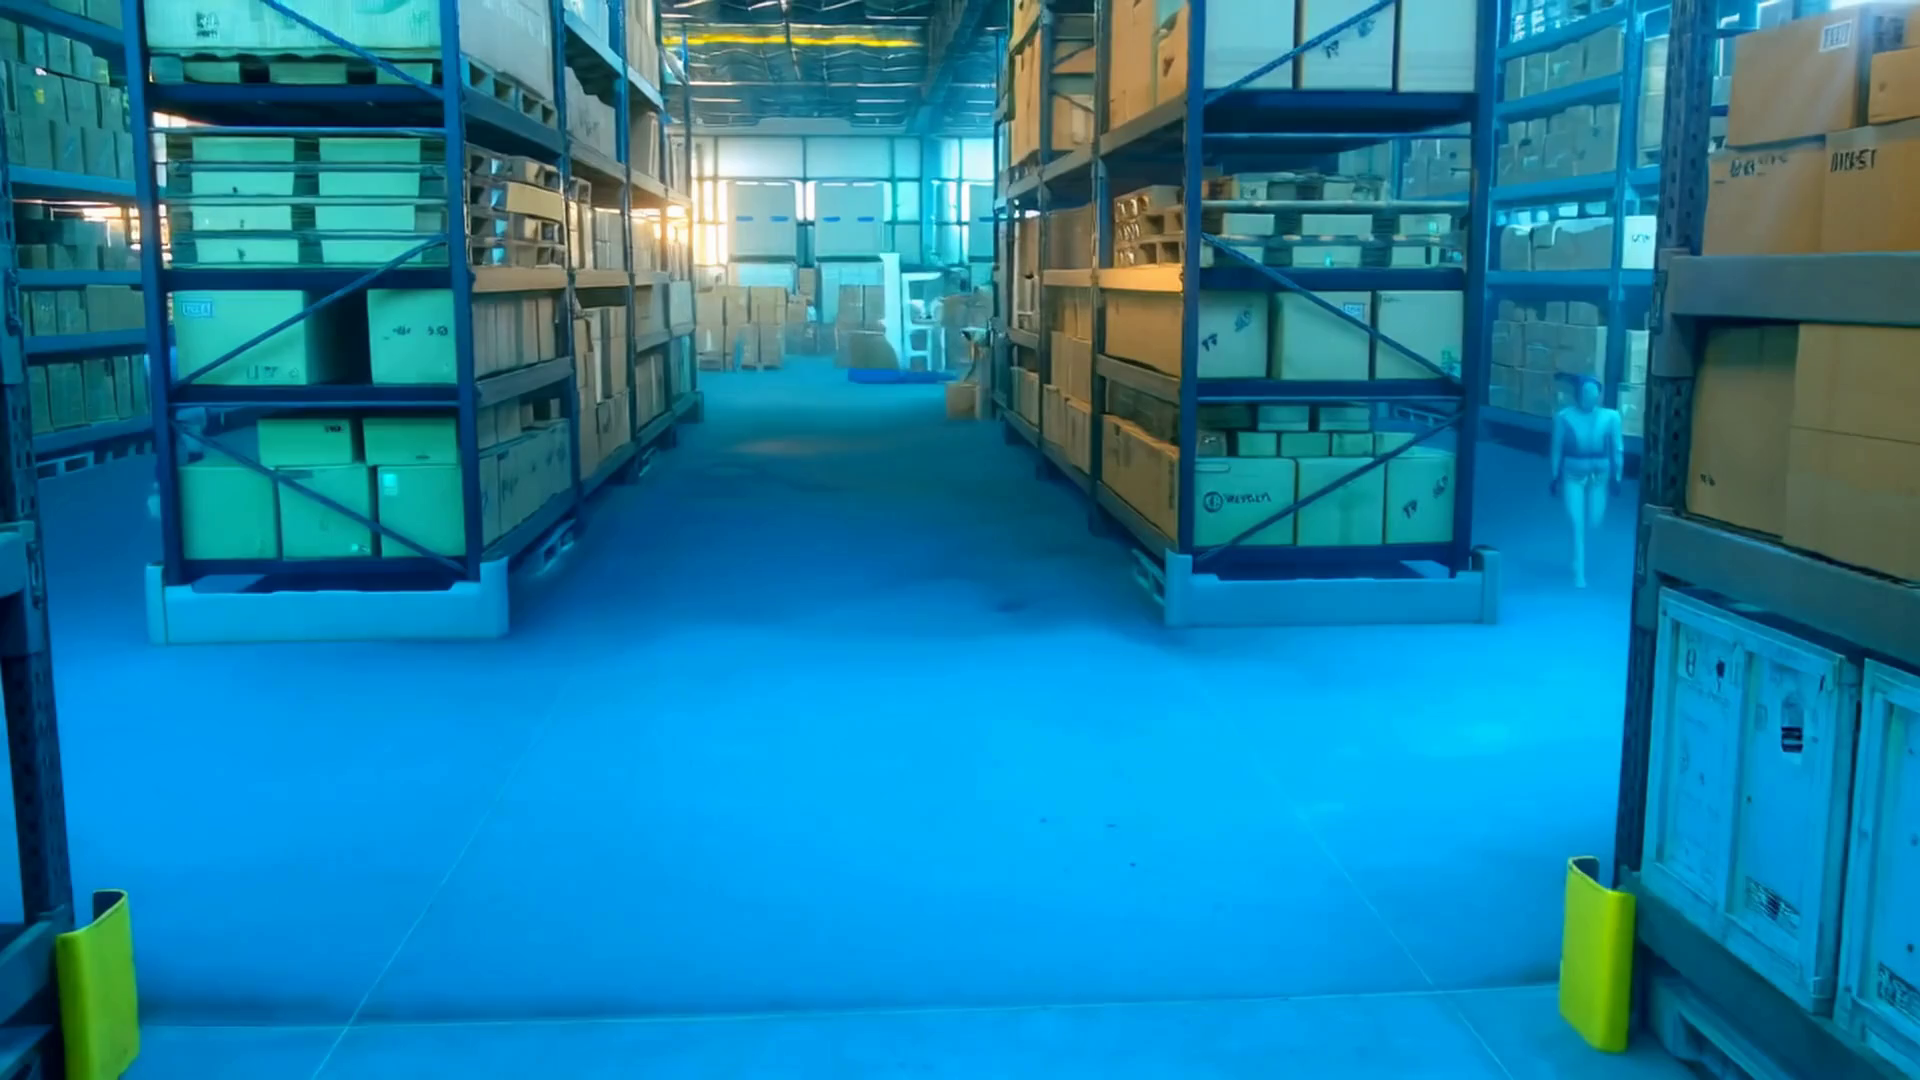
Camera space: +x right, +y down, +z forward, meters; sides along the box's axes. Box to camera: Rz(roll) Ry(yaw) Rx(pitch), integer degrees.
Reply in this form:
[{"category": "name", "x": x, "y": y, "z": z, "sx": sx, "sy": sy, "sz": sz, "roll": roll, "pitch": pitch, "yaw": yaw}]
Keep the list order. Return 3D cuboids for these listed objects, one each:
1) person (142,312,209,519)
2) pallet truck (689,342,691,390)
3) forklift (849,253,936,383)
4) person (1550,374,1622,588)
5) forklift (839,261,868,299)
[{"category": "person", "x": -7.534, "y": -1.182, "z": 15.974, "sx": 0.640, "sy": 2.008, "sz": 0.836, "roll": 1, "pitch": 9, "yaw": 5}, {"category": "pallet truck", "x": -5.225, "y": -3.008, "z": 27.480, "sx": 1.885, "sy": 1.965, "sz": 0.823, "roll": 2, "pitch": 9, "yaw": 14}, {"category": "forklift", "x": -1.495, "y": -4.853, "z": 36.305, "sx": 1.873, "sy": 2.768, "sz": 1.129, "roll": -1, "pitch": 9, "yaw": -4}, {"category": "person", "x": 4.785, "y": -0.474, "z": 12.767, "sx": 0.521, "sy": 1.618, "sz": 0.709, "roll": 1, "pitch": 9, "yaw": 7}, {"category": "forklift", "x": -3.639, "y": -8.143, "z": 56.963, "sx": 1.129, "sy": 2.768, "sz": 1.873, "roll": 3, "pitch": 10, "yaw": 20}]
